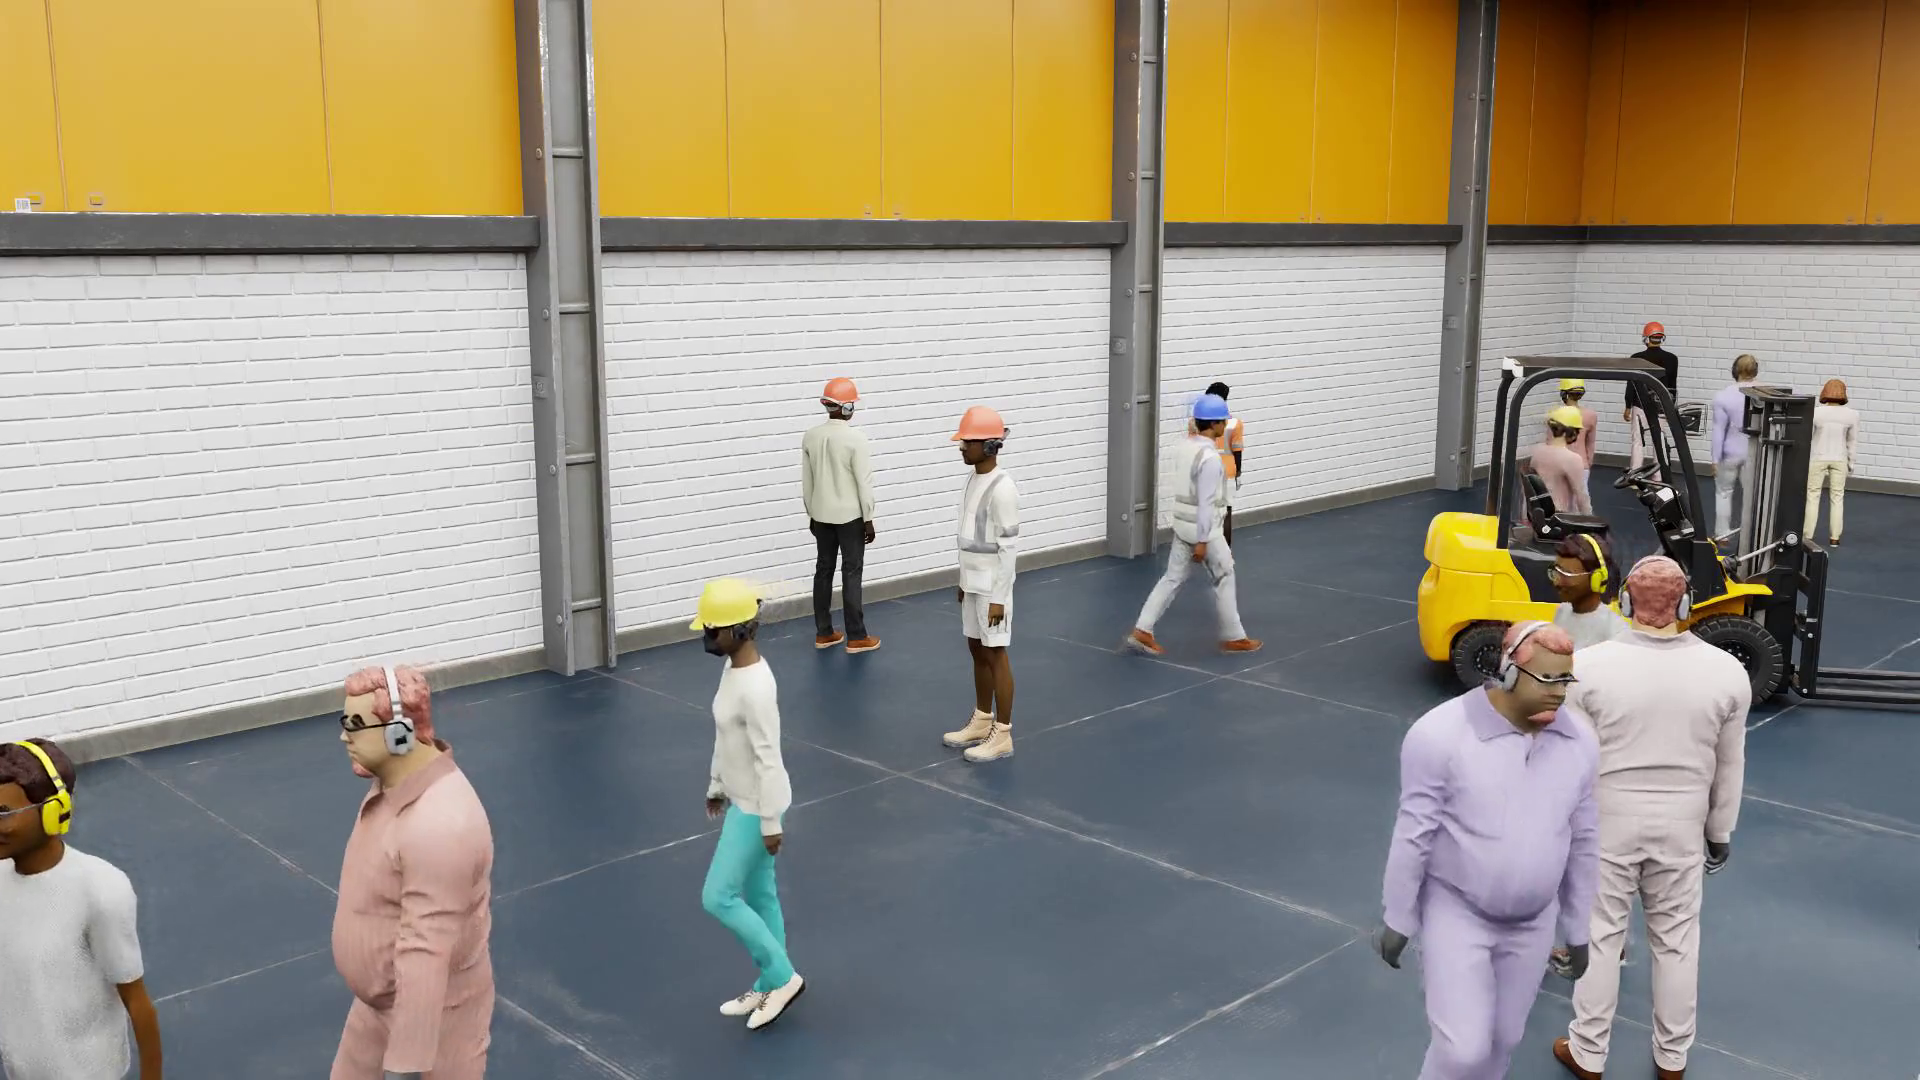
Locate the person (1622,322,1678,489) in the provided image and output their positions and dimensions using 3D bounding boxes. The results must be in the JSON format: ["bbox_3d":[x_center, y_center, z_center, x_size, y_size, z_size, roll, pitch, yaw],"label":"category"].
[{"bbox_3d":[8.213,-1.599,19.818,0.617,1.990,0.402,-1,10,-6],"label":"person"}]

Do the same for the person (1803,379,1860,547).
[{"bbox_3d":[8.417,-0.743,16.128,0.497,1.627,0.270,3,11,14],"label":"person"}]

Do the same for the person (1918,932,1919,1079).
[{"bbox_3d":[3.342,1.155,5.220,0.588,1.832,0.835,-8,13,-36],"label":"person"}]

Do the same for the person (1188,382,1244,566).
[{"bbox_3d":[2.315,-0.589,15.120,0.532,1.691,0.322,5,11,23],"label":"person"}]

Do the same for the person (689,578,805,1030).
[{"bbox_3d":[-0.818,0.998,6.301,0.380,1.749,0.524,-2,11,-11],"label":"person"}]

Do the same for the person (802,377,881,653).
[{"bbox_3d":[-0.864,-0.181,12.051,0.611,1.996,0.379,7,12,33],"label":"person"}]

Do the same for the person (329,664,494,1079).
[{"bbox_3d":[-1.532,1.268,4.446,0.621,1.891,0.653,-7,12,-32],"label":"person"}]

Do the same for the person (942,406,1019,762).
[{"bbox_3d":[0.125,0.250,9.575,0.377,2.044,0.607,-4,11,-21],"label":"person"}]

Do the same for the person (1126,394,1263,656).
[{"bbox_3d":[1.671,-0.095,11.864,1.003,1.909,0.596,-3,11,-17],"label":"person"}]

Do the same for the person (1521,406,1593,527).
[{"bbox_3d":[4.562,-0.136,12.531,0.791,1.734,0.549,-3,11,-14],"label":"person"}]

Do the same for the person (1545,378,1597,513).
[{"bbox_3d":[5.538,-0.639,15.180,0.525,1.769,0.315,-3,11,-17],"label":"person"}]

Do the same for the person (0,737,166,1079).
[{"bbox_3d":[-2.240,1.354,4.184,0.524,1.825,0.990,5,12,27],"label":"person"}]

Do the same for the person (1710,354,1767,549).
[{"bbox_3d":[7.385,-0.800,15.677,0.634,1.906,0.913,1,10,5],"label":"person"}]

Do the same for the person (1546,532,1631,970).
[{"bbox_3d":[2.413,0.871,6.748,0.777,1.835,0.537,0,10,2],"label":"person"}]

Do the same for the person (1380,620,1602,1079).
[{"bbox_3d":[1.633,1.158,5.059,0.669,1.879,0.478,-2,11,-12],"label":"person"}]

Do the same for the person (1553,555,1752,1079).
[{"bbox_3d":[2.399,0.996,5.882,0.652,1.905,0.408,1,10,5],"label":"person"}]

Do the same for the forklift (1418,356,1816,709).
[{"bbox_3d":[4.276,-0.101,11.076,2.313,2.155,1.214,2,11,13],"label":"forklift"}]
